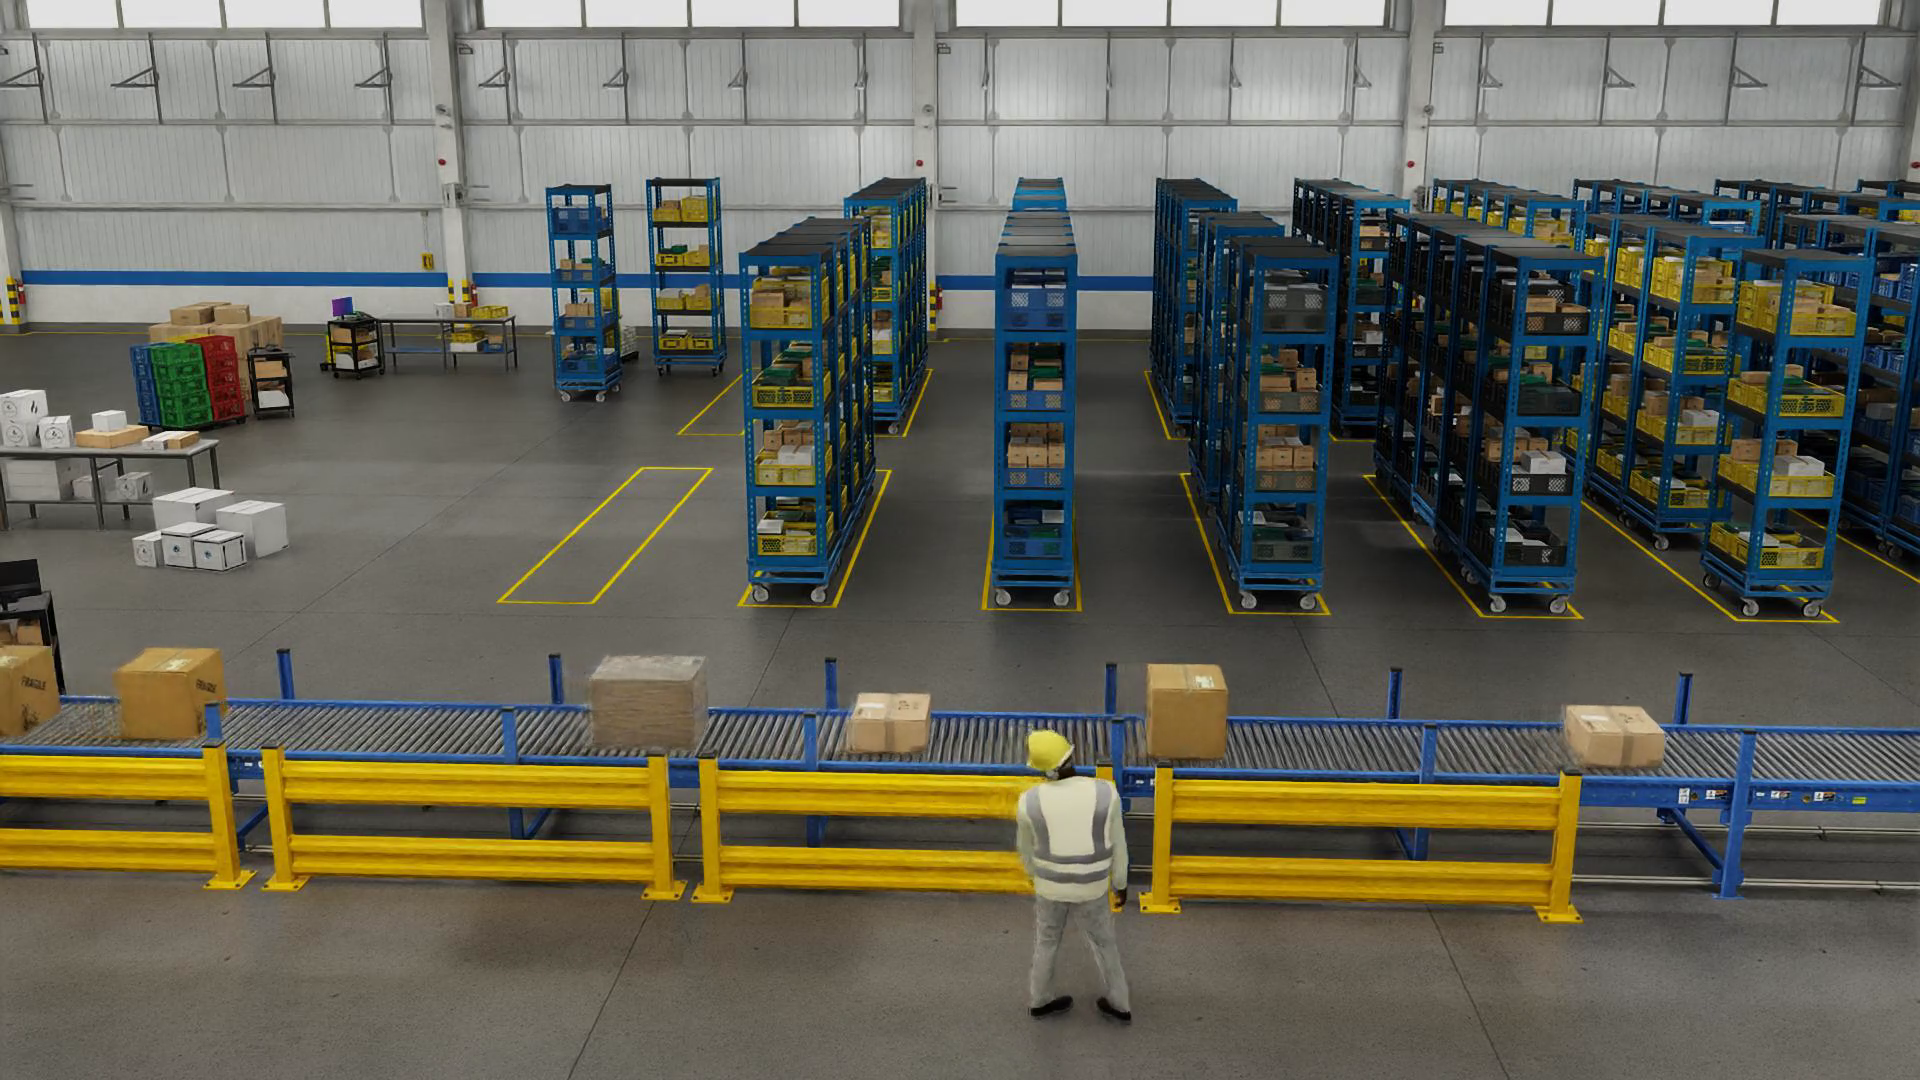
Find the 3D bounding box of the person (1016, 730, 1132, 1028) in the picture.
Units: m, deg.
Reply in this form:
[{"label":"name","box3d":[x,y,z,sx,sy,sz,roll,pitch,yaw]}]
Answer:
[{"label":"person","box3d":[0.621,1.877,9.197,0.613,1.794,0.404,0,15,2]}]
